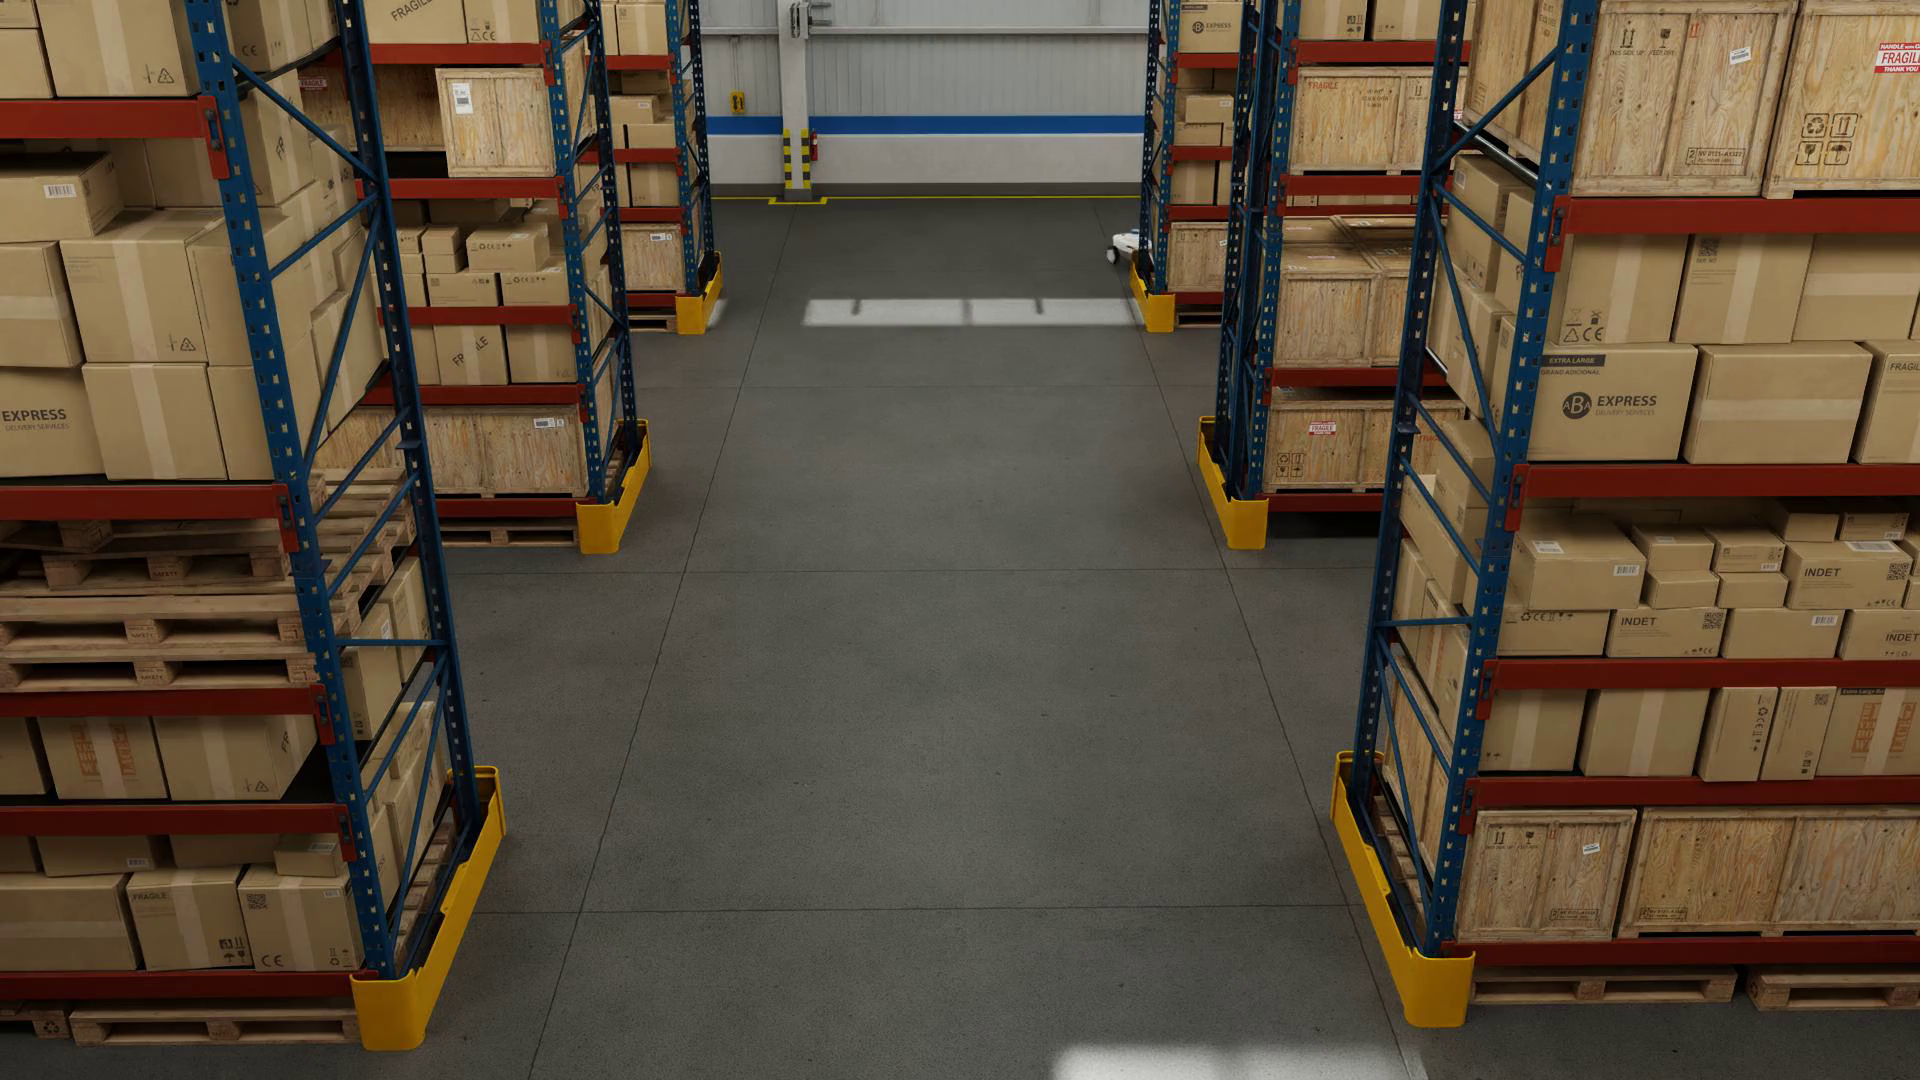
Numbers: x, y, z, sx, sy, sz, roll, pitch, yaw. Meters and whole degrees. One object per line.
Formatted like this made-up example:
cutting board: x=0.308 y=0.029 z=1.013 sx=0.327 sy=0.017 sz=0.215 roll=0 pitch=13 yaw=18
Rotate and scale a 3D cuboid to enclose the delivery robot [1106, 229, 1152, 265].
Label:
delivery robot: x=2.465 y=-4.238 z=24.527 sx=0.667 sy=0.535 sz=0.753 roll=-14 pitch=29 yaw=-28
